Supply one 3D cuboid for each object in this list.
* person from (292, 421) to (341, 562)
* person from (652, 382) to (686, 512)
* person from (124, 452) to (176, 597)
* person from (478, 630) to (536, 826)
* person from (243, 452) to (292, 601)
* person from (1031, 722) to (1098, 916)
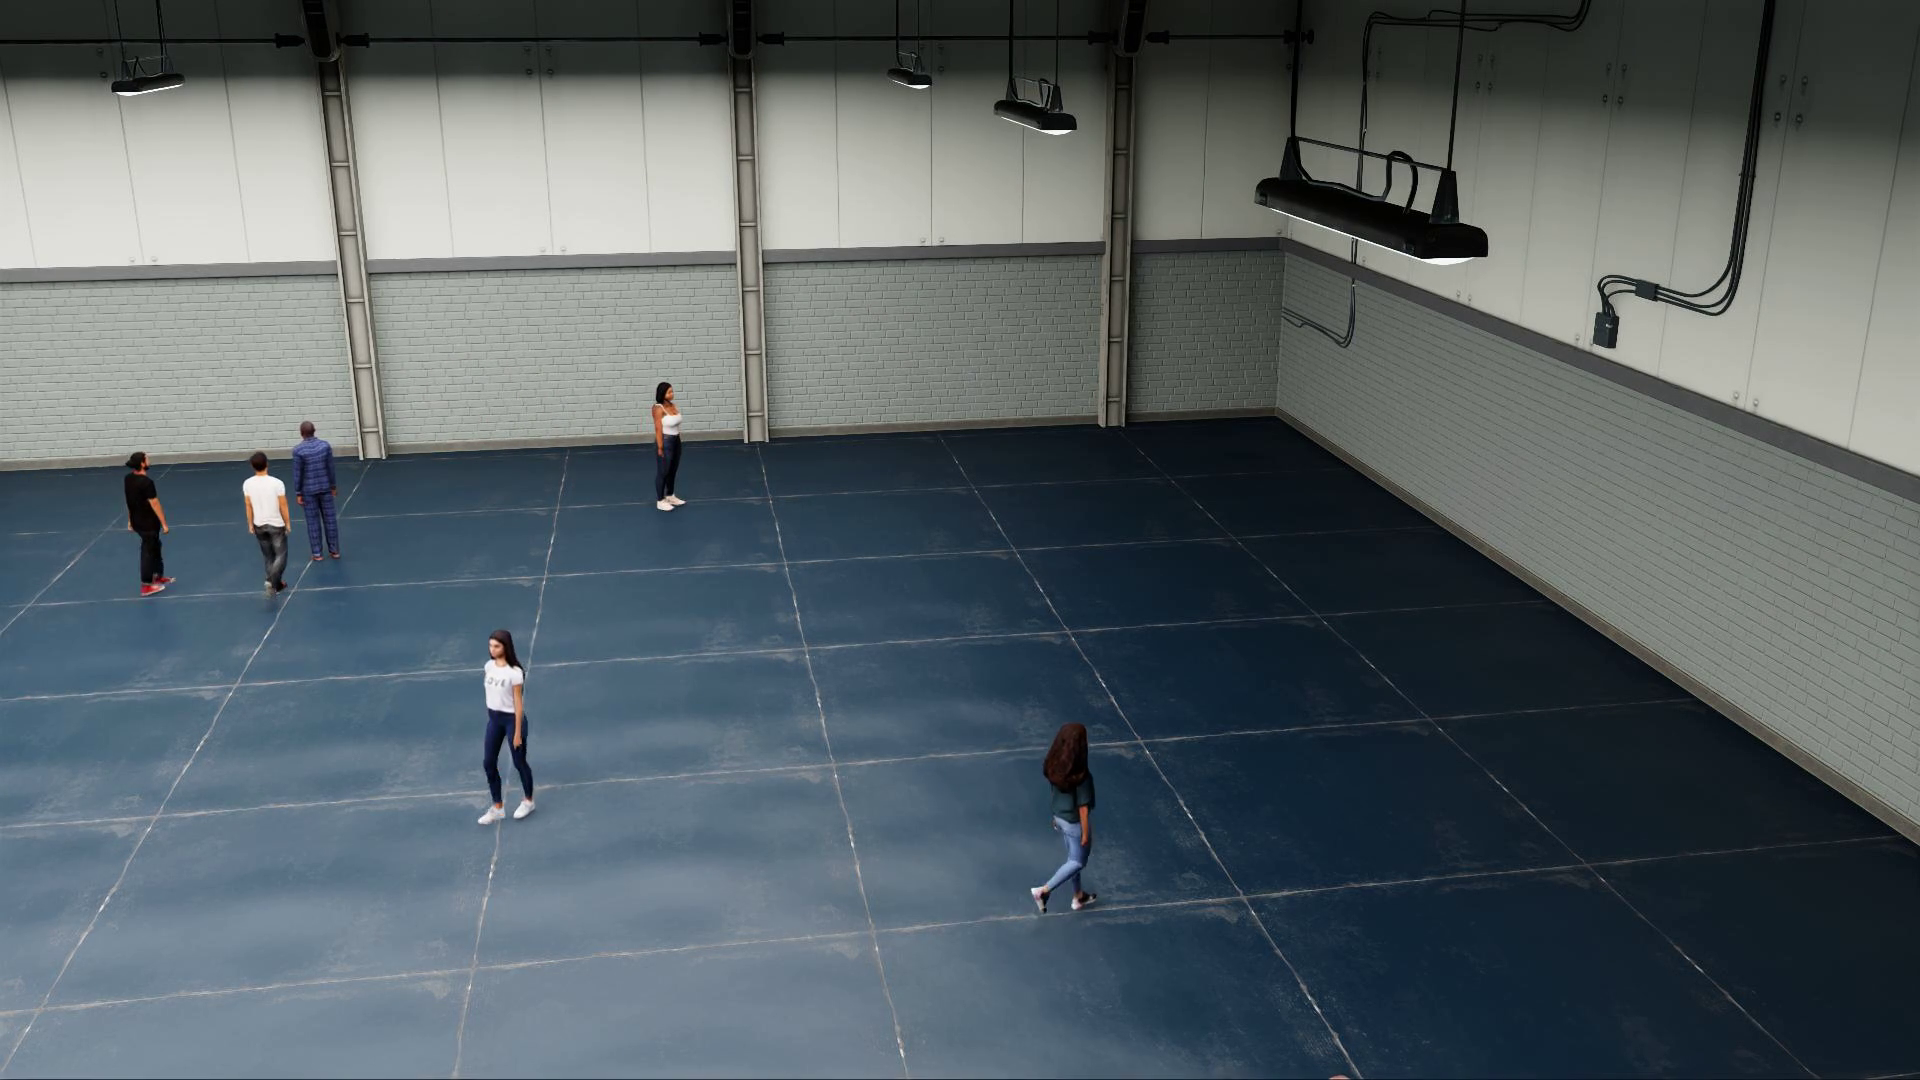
[{"bbox_3d":[-8.205,-0.636,21.211,0.689,1.821,0.824,-12,21,-32],"label":"person"},{"bbox_3d":[-4.127,-1.336,23.376,0.773,1.810,0.742,8,20,23],"label":"person"},{"bbox_3d":[-9.830,-0.175,19.917,0.861,1.745,0.920,11,21,31],"label":"person"},{"bbox_3d":[-3.869,1.589,14.480,0.869,1.757,0.913,10,20,27],"label":"person"},{"bbox_3d":[-8.229,-0.145,19.755,0.958,1.788,0.774,-1,18,-3],"label":"person"},{"bbox_3d":[0.814,2.190,12.883,0.994,1.603,0.824,-13,22,-34],"label":"person"}]
